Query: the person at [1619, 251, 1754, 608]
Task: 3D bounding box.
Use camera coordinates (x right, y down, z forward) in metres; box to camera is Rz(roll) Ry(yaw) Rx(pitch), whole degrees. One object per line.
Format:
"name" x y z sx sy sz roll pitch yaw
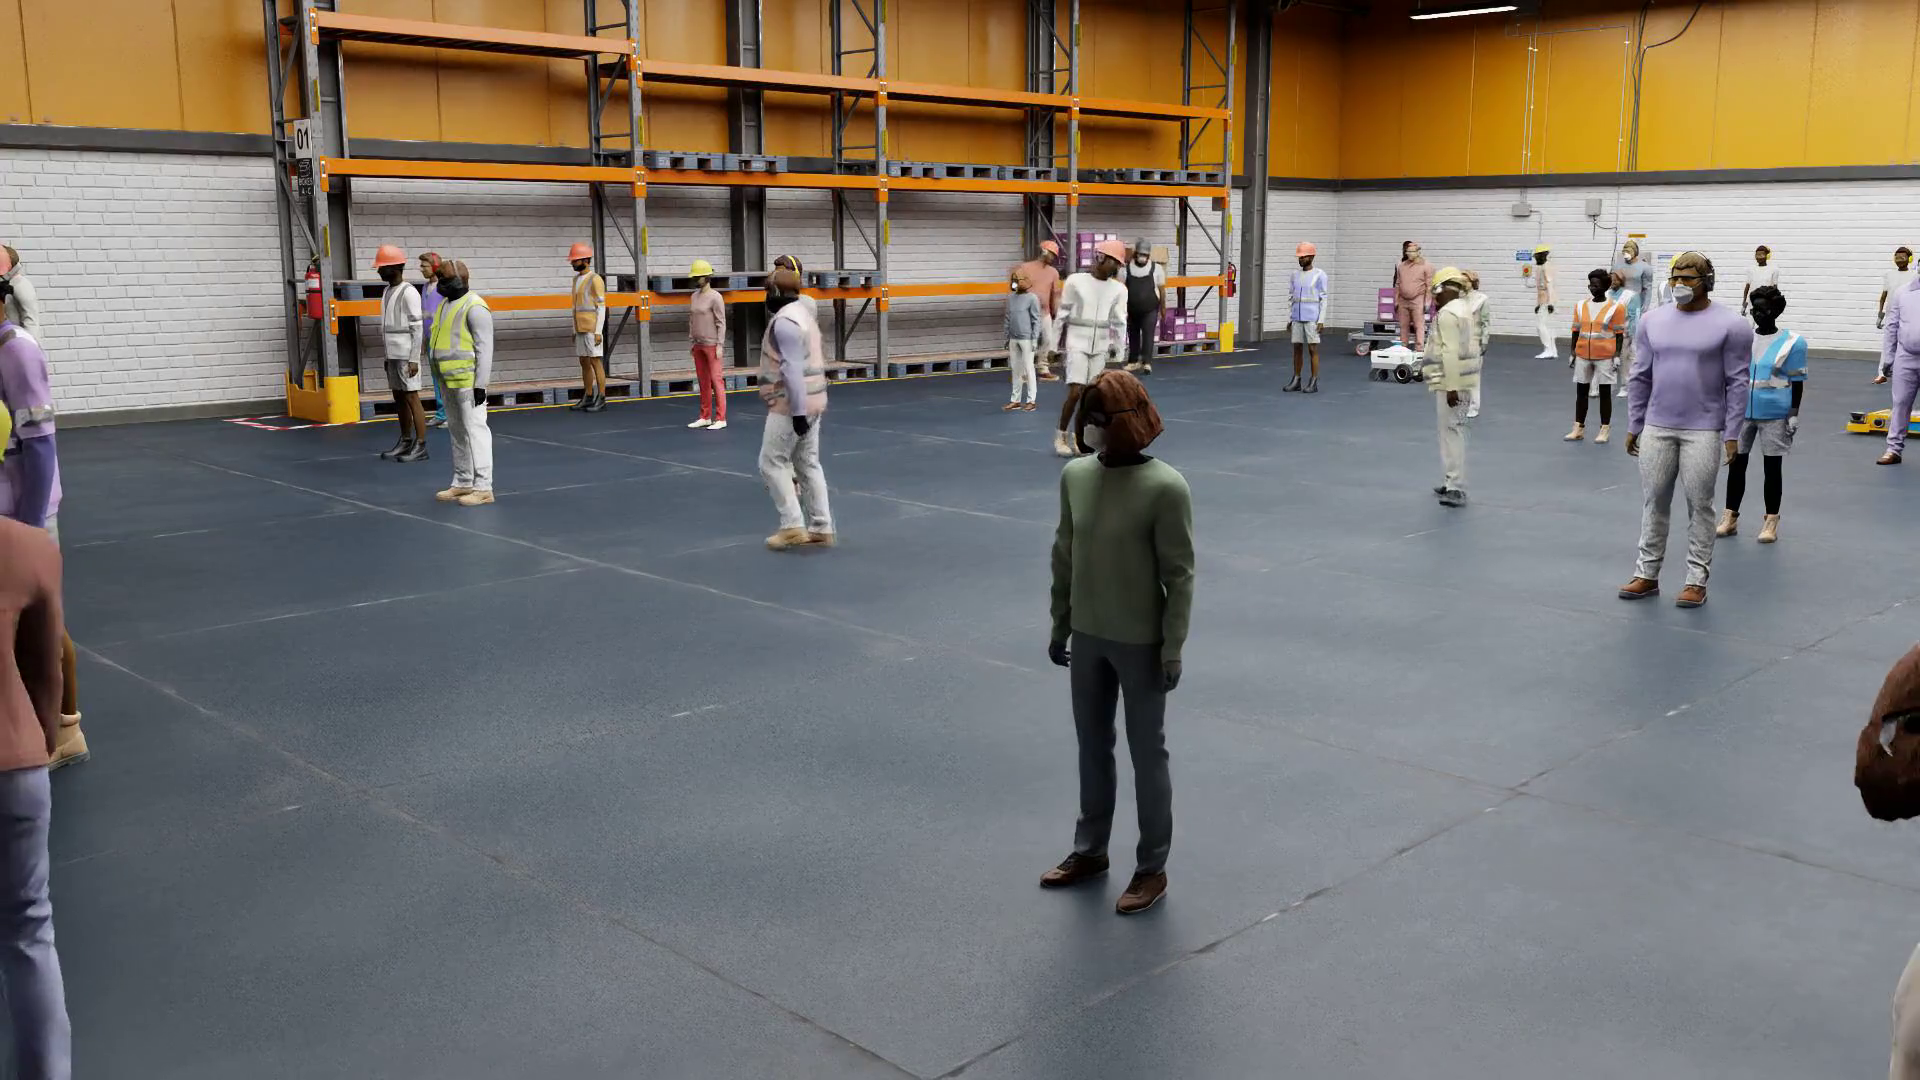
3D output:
"person" 3.959 -0.602 9.104 0.355 1.937 0.635 -10 15 -44

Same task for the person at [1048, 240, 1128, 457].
"person" 1.179 -1.728 15.139 0.709 1.973 0.476 -3 11 -16

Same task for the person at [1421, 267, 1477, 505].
"person" 3.705 -1.170 12.642 0.420 1.786 0.739 5 11 23

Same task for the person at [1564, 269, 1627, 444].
"person" 6.205 -1.790 16.241 0.317 1.695 0.540 -10 15 -44

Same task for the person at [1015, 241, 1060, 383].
"person" 1.056 -3.128 22.883 0.711 1.946 0.379 -4 11 -21

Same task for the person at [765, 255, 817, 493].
"person" -1.315 -1.302 13.115 0.310 1.868 0.533 -10 15 -44

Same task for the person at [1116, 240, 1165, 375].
"person" 2.632 -3.461 24.416 0.727 2.000 1.102 3 11 14

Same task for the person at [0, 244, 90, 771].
"person" -3.600 -0.129 6.244 0.393 2.041 0.614 -10 15 -44

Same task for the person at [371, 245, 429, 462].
"person" -5.025 -1.659 14.880 0.376 1.932 0.551 -10 15 -44

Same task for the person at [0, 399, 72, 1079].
"person" -2.179 0.536 3.498 0.355 1.719 0.689 5 11 24

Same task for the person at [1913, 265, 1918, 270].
"person" 14.824 -3.603 25.481 0.376 1.932 0.551 -10 15 -44

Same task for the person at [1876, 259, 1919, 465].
"person" 8.396 -1.576 14.508 0.402 1.906 0.651 -10 15 -44

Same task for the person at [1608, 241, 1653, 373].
"person" 9.712 -3.367 24.185 0.355 1.937 0.635 -10 15 -44

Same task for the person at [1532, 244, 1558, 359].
"person" 9.610 -3.912 27.314 0.534 1.876 0.633 3 11 16

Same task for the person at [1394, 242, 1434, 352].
"person" 7.256 -3.815 26.719 0.402 1.904 0.651 -10 15 -44

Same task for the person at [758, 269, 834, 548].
"person" -1.050 -0.841 10.792 0.513 1.802 0.637 2 11 10

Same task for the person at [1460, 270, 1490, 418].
"person" 5.643 -2.182 18.538 0.311 1.638 0.523 -10 15 -44

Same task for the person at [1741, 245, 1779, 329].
"person" 12.469 -3.654 25.949 0.311 1.864 0.533 -10 15 -44

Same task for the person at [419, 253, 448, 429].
"person" -5.446 -2.088 17.470 0.374 1.840 0.570 -10 15 -44

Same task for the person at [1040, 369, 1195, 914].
"person" 0.470 0.302 5.009 0.268 1.632 0.507 -10 15 -44

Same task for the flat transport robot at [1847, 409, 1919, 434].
"flat transport robot" 9.794 -1.162 16.709 0.652 0.197 1.431 -10 14 -44

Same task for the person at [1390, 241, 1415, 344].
"person" 8.404 -4.644 31.210 0.369 1.915 0.597 -10 15 -44

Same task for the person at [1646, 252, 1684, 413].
"person" 8.073 -2.316 18.747 0.403 1.827 0.600 -10 15 -44

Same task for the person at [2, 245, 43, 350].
"person" -8.349 -1.640 14.769 0.352 1.936 0.635 -10 15 -44

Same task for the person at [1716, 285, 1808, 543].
"person" 5.285 -0.829 11.002 0.317 1.695 0.540 -10 15 -44

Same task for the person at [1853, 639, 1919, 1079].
"person" 1.139 0.904 1.823 0.374 1.597 0.655 5 11 23

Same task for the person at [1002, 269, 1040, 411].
"person" 0.707 -2.304 19.218 0.268 1.632 0.507 -10 15 -44

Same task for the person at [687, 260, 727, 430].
"person" -2.662 -2.029 17.366 0.329 1.765 0.533 -10 15 -44

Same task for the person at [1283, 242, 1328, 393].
"person" 4.437 -2.858 21.411 0.375 1.935 0.551 -10 15 -44

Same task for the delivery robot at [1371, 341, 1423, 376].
"delivery robot" 6.049 -2.506 23.010 0.477 0.478 0.707 -10 14 -44

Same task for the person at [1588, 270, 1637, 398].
"person" 8.129 -2.544 20.631 0.521 1.582 0.797 10 14 44

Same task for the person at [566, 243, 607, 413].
"person" -4.291 -2.423 19.044 0.376 1.932 0.551 -10 15 -44

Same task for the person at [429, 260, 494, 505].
"person" -3.766 -1.183 12.547 0.429 1.839 0.633 -10 15 -44

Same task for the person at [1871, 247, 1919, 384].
"person" 12.705 -3.026 22.513 0.310 1.868 0.533 -10 15 -44
